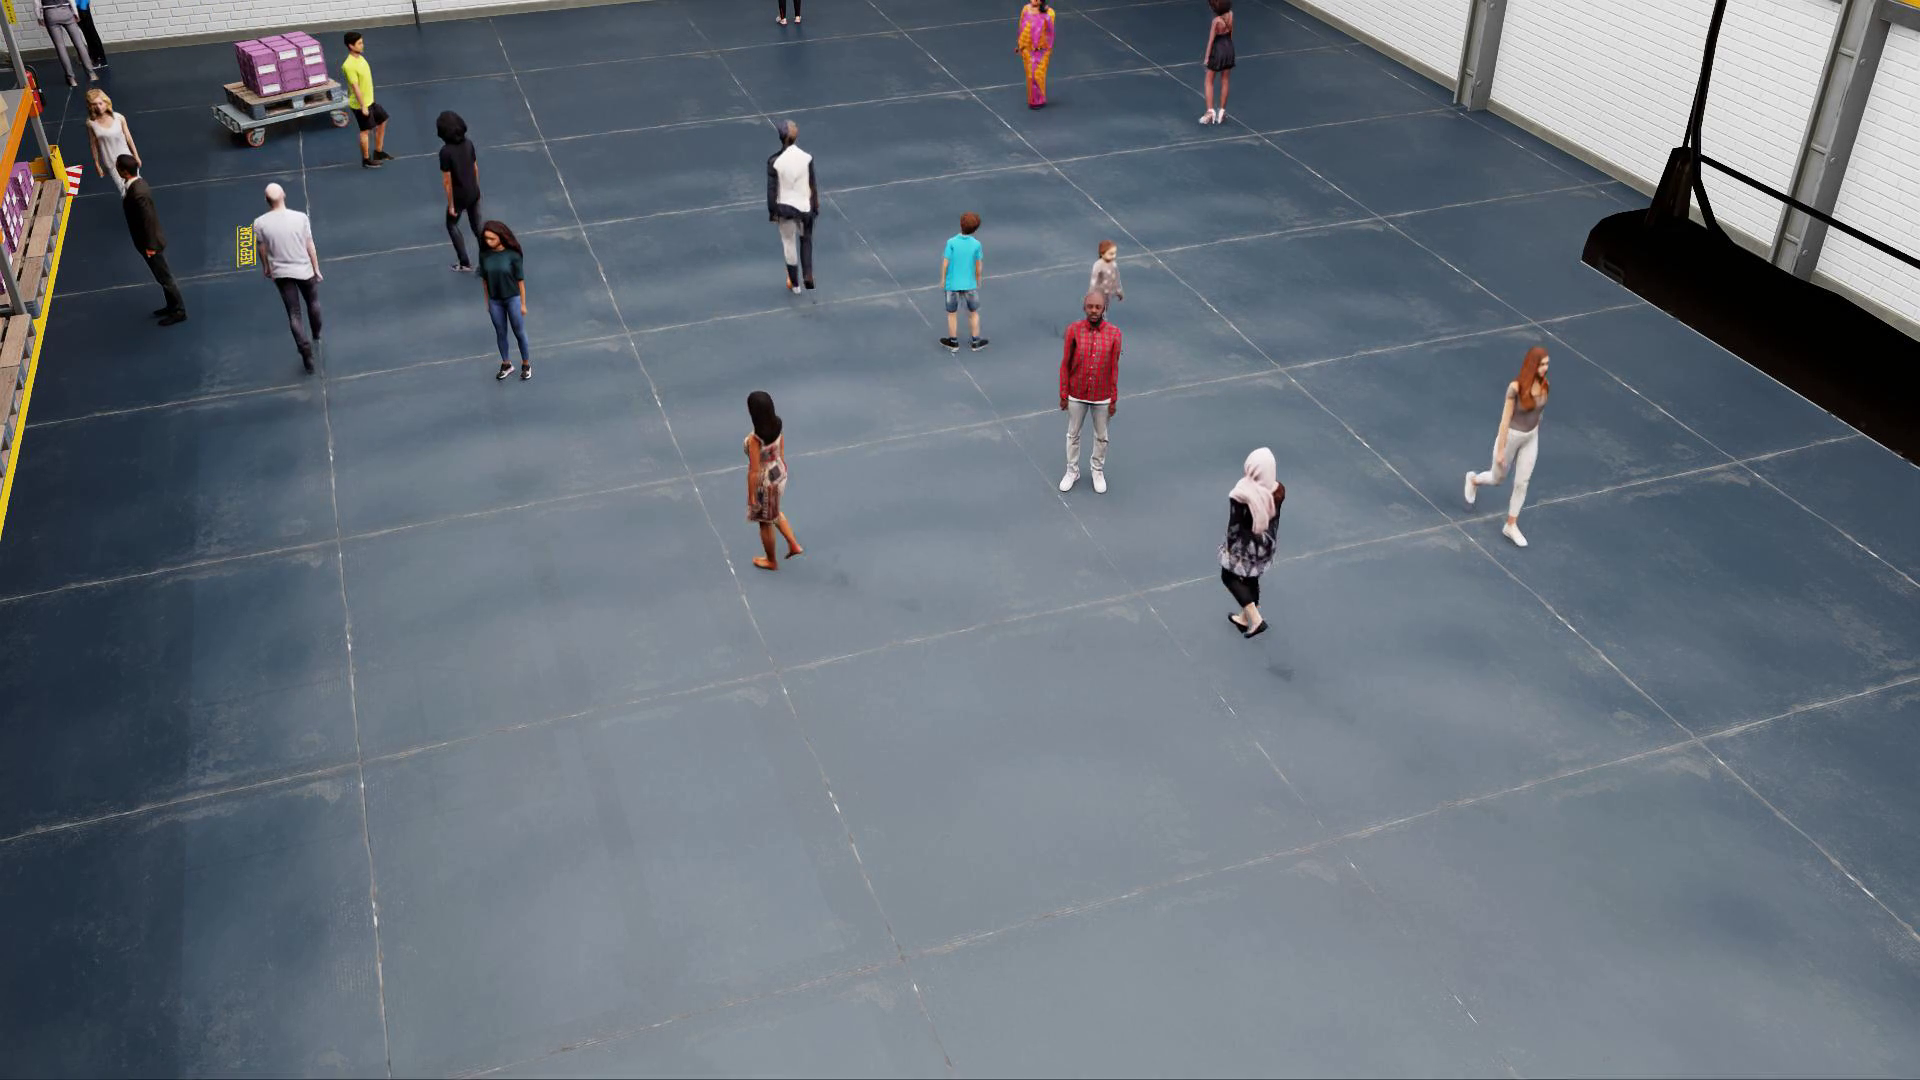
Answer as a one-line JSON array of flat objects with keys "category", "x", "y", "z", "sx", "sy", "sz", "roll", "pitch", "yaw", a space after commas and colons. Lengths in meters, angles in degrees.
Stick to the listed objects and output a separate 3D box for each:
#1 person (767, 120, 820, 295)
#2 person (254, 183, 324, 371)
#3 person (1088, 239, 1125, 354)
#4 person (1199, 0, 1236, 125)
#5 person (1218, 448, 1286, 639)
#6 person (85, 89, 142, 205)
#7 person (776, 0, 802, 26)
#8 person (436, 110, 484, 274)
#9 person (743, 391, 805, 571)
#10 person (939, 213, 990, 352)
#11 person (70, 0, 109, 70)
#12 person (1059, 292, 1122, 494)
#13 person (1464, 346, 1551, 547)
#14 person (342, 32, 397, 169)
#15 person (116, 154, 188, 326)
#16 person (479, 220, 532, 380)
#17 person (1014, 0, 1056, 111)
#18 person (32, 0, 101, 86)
[{"category": "person", "x": -1.711, "y": -3.428, "z": 17.427, "sx": 0.722, "sy": 1.877, "sz": 0.773, "roll": -8, "pitch": 35, "yaw": -12}, {"category": "person", "x": -6.477, "y": -2.525, "z": 16.157, "sx": 0.695, "sy": 1.780, "sz": 1.180, "roll": -12, "pitch": 36, "yaw": -18}, {"category": "person", "x": 1.386, "y": -2.457, "z": 16.599, "sx": 0.659, "sy": 1.176, "sz": 0.802, "roll": -25, "pitch": 41, "yaw": -33}, {"category": "person", "x": 3.438, "y": -6.379, "z": 21.971, "sx": 0.683, "sy": 1.763, "sz": 0.656, "roll": -13, "pitch": 36, "yaw": -19}, {"category": "person", "x": 2.216, "y": 0.072, "z": 12.386, "sx": 0.700, "sy": 1.628, "sz": 0.809, "roll": -18, "pitch": 38, "yaw": -25}, {"category": "person", "x": -9.652, "y": -4.386, "z": 19.065, "sx": 0.639, "sy": 1.659, "sz": 0.572, "roll": -15, "pitch": 36, "yaw": -21}, {"category": "person", "x": -2.702, "y": -8.915, "z": 25.784, "sx": 0.642, "sy": 1.764, "sz": 0.518, "roll": -12, "pitch": 35, "yaw": -17}, {"category": "person", "x": -5.275, "y": -3.682, "z": 17.865, "sx": 0.911, "sy": 1.815, "sz": 0.845, "roll": 23, "pitch": 40, "yaw": 30}, {"category": "person", "x": -1.451, "y": -0.440, "z": 13.146, "sx": 0.910, "sy": 1.639, "sz": 0.850, "roll": 15, "pitch": 36, "yaw": 21}, {"category": "person", "x": -0.007, "y": -2.568, "z": 16.533, "sx": 0.702, "sy": 1.434, "sz": 0.616, "roll": -12, "pitch": 36, "yaw": -18}, {"category": "person", "x": -12.685, "y": -7.735, "z": 23.976, "sx": 0.629, "sy": 1.801, "sz": 0.752, "roll": 28, "pitch": 43, "yaw": 35}, {"category": "person", "x": 1.110, "y": -1.282, "z": 14.251, "sx": 0.750, "sy": 1.819, "sz": 0.742, "roll": 4, "pitch": 34, "yaw": 5}, {"category": "person", "x": 4.519, "y": -0.826, "z": 13.673, "sx": 0.617, "sy": 1.700, "sz": 1.017, "roll": -10, "pitch": 35, "yaw": -15}, {"category": "person", "x": -7.489, "y": -5.452, "z": 20.639, "sx": 0.803, "sy": 1.693, "sz": 0.695, "roll": 0, "pitch": 34, "yaw": 1}, {"category": "person", "x": -8.262, "y": -3.084, "z": 16.977, "sx": 0.764, "sy": 1.802, "sz": 0.525, "roll": -16, "pitch": 37, "yaw": -23}, {"category": "person", "x": -4.371, "y": -2.320, "z": 15.996, "sx": 0.696, "sy": 1.616, "sz": 0.721, "roll": 3, "pitch": 34, "yaw": 4}, {"category": "person", "x": 1.065, "y": -6.715, "z": 22.575, "sx": 0.841, "sy": 1.652, "sz": 0.892, "roll": 22, "pitch": 40, "yaw": 30}, {"category": "person", "x": -12.617, "y": -7.370, "z": 23.293, "sx": 0.745, "sy": 1.950, "sz": 0.726, "roll": -18, "pitch": 37, "yaw": -25}]
